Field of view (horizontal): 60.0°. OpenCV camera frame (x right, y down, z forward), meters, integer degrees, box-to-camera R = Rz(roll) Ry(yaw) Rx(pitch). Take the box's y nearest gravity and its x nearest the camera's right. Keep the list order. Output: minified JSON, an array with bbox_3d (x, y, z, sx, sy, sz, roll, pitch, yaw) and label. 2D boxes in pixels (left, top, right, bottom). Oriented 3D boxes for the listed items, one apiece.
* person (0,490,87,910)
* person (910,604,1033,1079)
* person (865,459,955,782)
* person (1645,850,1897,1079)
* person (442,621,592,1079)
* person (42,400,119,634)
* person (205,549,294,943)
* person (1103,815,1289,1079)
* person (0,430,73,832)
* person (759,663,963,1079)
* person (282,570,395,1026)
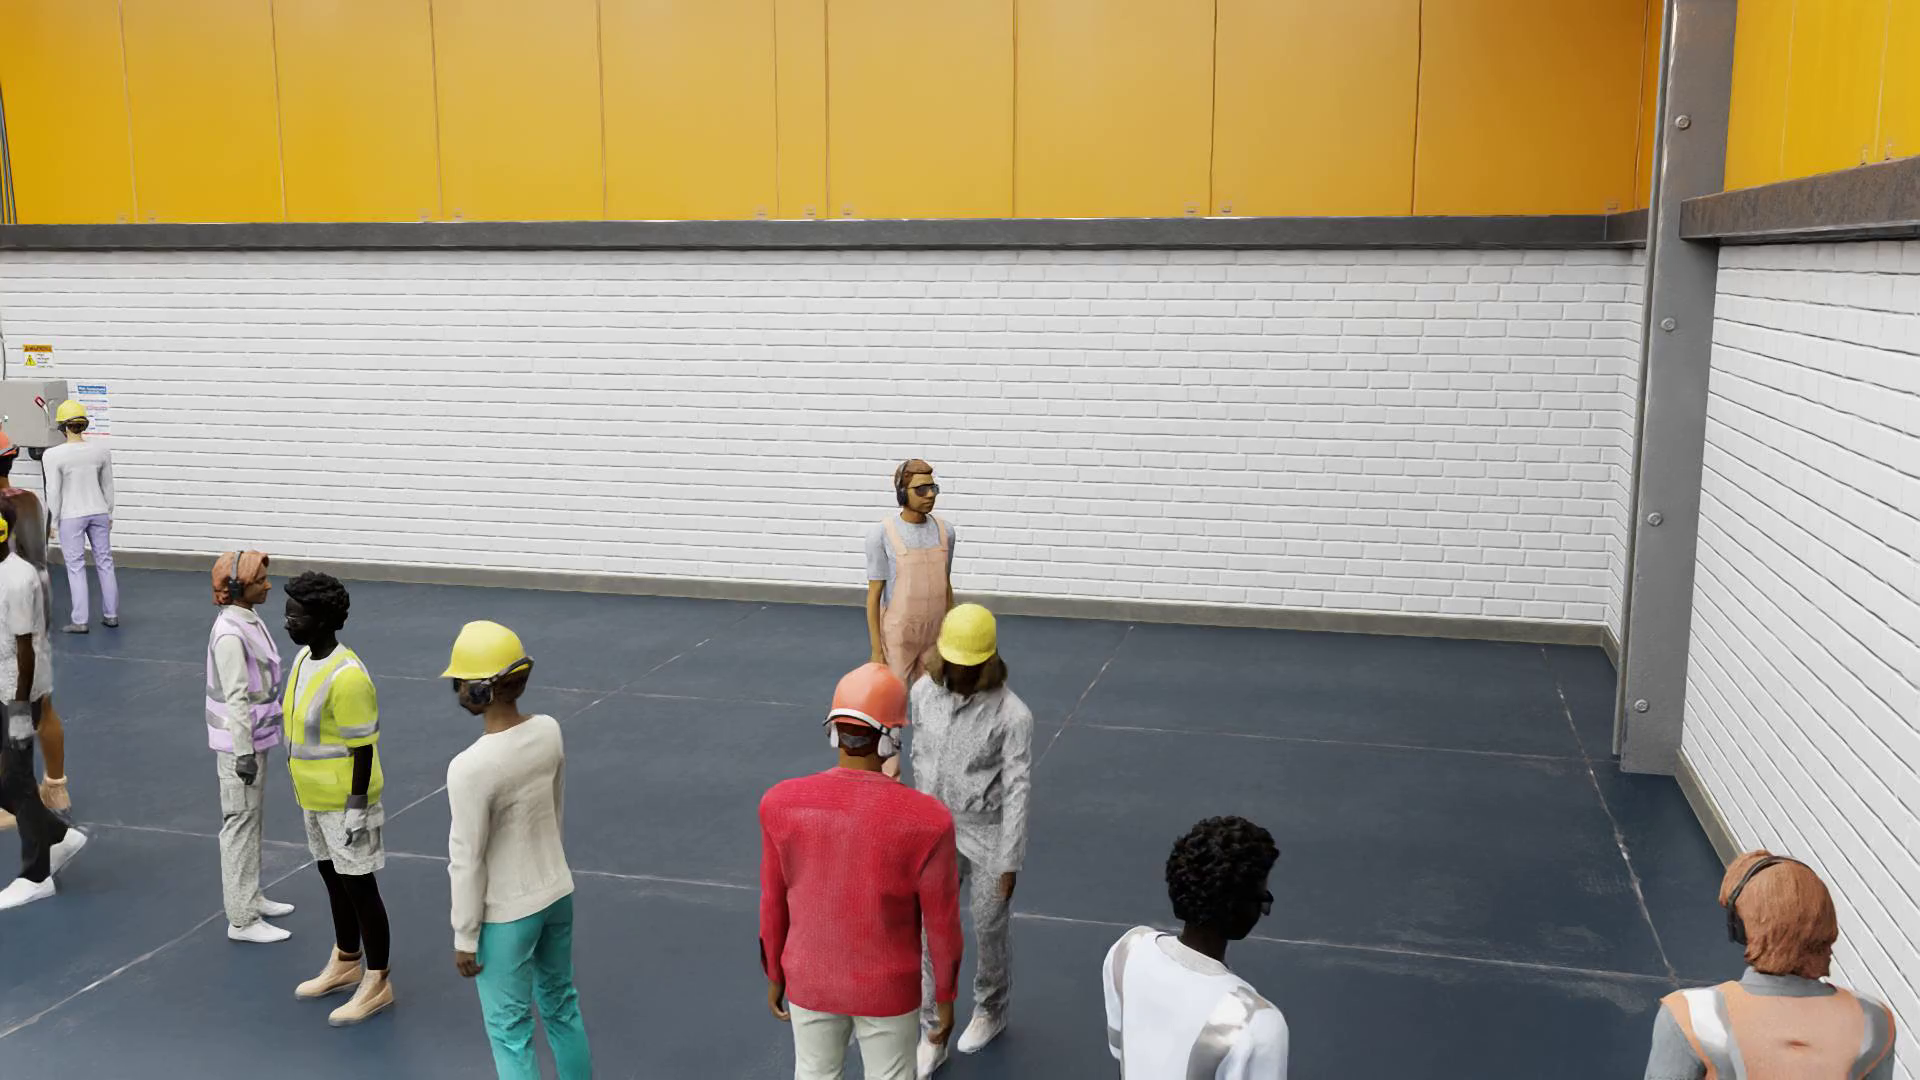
[{"bbox_3d":[-4.141,0.692,7.217,0.525,1.858,0.399,9,13,44],"label":"person"},{"bbox_3d":[0.034,1.025,5.737,0.510,1.685,0.683,5,11,26],"label":"person"},{"bbox_3d":[-0.228,0.512,8.331,0.508,1.846,0.342,-6,12,-34],"label":"person"},{"bbox_3d":[1.650,1.449,3.454,0.524,1.630,0.313,-1,10,-4],"label":"person"},{"bbox_3d":[-1.377,1.111,5.078,0.355,1.758,0.526,4,10,21],"label":"person"},{"bbox_3d":[-6.664,-0.174,12.604,0.315,1.768,0.526,6,11,31],"label":"person"},{"bbox_3d":[-2.974,0.850,6.947,0.313,1.639,0.517,-3,10,-17],"label":"person"},{"bbox_3d":[0.500,1.404,3.548,0.320,1.685,0.543,-6,11,-31],"label":"person"},{"bbox_3d":[-4.746,0.432,8.267,0.408,2.033,0.607,0,10,1],"label":"person"},{"bbox_3d":[-0.271,1.197,4.614,0.578,1.737,0.355,2,10,12],"label":"person"},{"bbox_3d":[-2.330,0.950,6.191,0.317,1.695,0.540,-9,13,-41],"label":"person"}]
